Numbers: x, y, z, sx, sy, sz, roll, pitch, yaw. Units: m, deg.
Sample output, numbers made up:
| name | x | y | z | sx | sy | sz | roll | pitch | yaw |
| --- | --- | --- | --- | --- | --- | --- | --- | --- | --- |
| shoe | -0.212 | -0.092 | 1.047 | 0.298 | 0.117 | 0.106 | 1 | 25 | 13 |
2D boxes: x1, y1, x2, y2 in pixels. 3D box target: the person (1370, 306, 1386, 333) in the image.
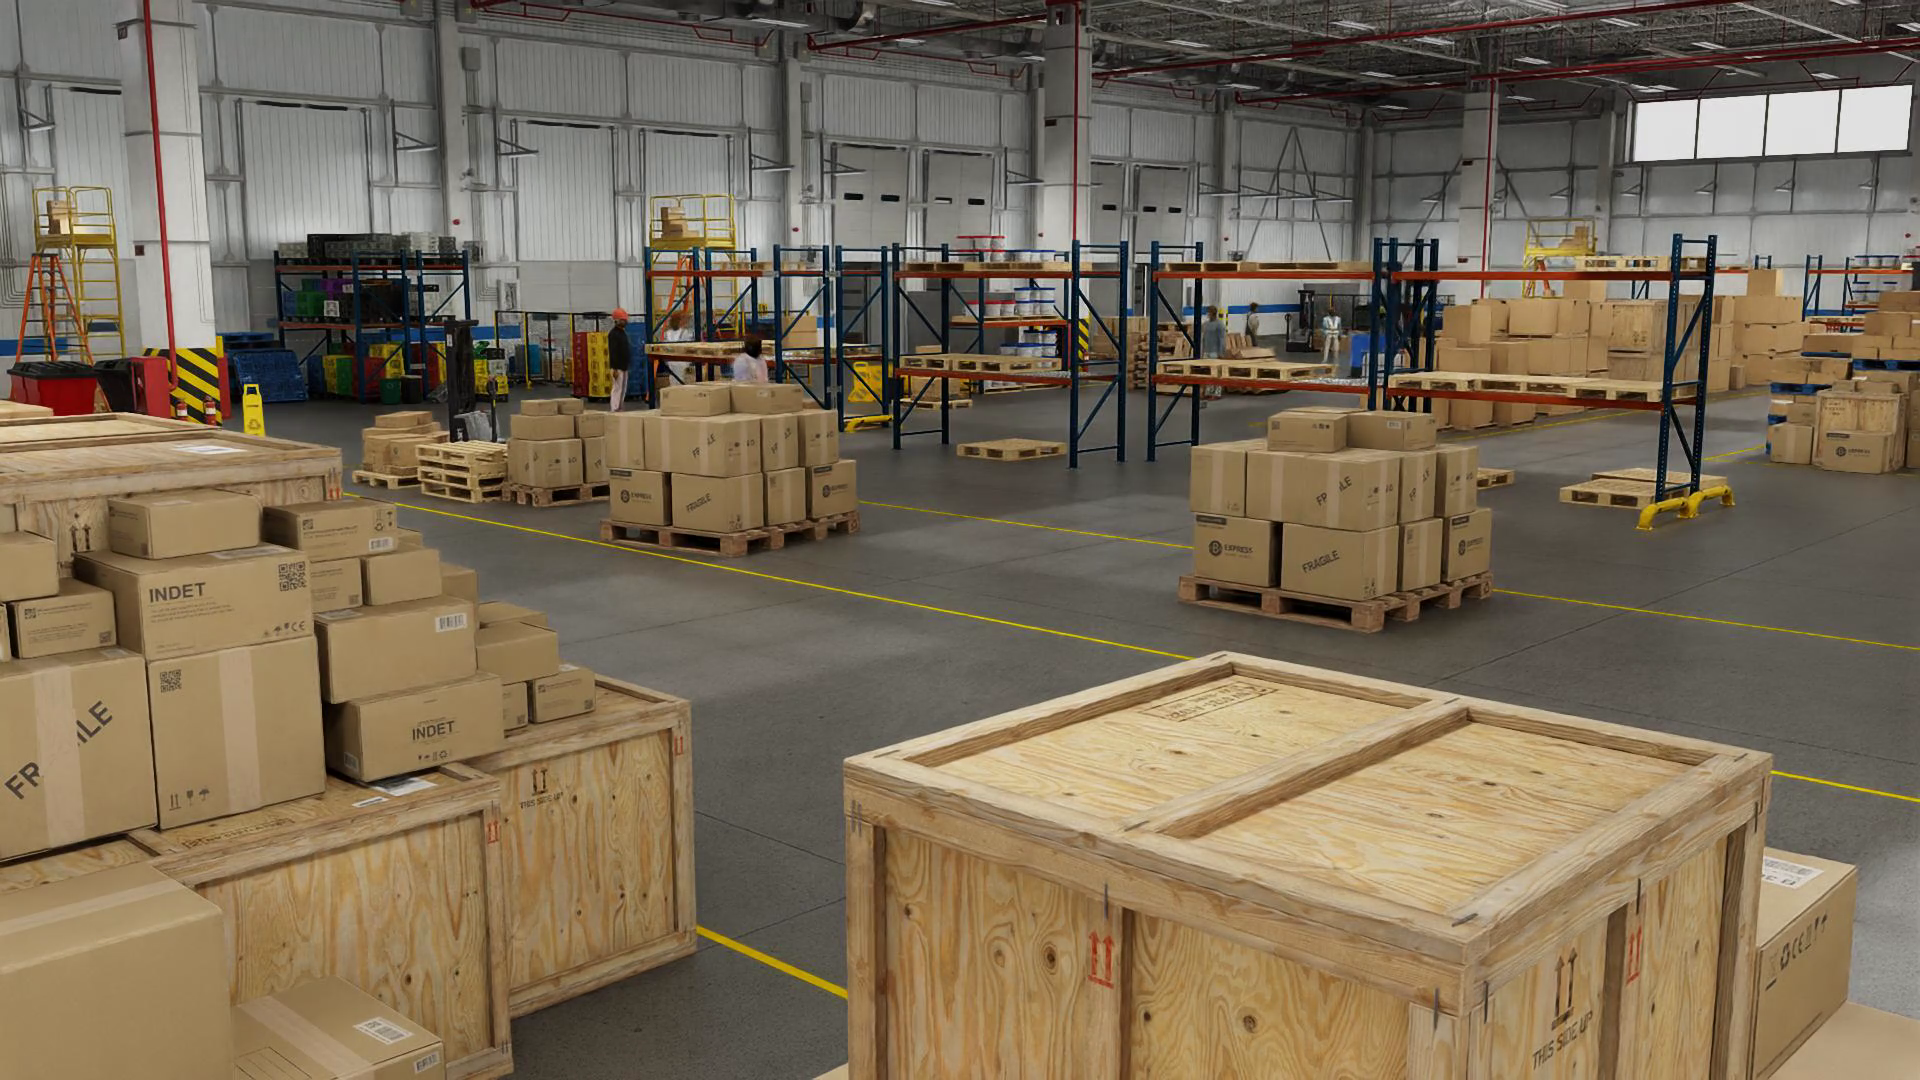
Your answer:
| name | x | y | z | sx | sy | sz | roll | pitch | yaw |
| --- | --- | --- | --- | --- | --- | --- | --- | --- | --- |
| person | 10.204 | -4.810 | 40.515 | 0.488 | 1.743 | 0.314 | -5 | 10 | -27 |

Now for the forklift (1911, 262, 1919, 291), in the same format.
| name | x | y | z | sx | sy | sz | roll | pitch | yaw |
| --- | --- | --- | --- | --- | --- | --- | --- | --- | --- |
| forklift | 22.867 | -5.201 | 39.432 | 1.129 | 2.768 | 1.873 | -5 | 11 | -29 |

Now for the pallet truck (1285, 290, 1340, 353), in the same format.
| name | x | y | z | sx | sy | sz | roll | pitch | yaw |
| --- | --- | --- | --- | --- | --- | --- | --- | --- | --- |
| pallet truck | 11.297 | -6.951 | 52.861 | 1.885 | 1.965 | 0.823 | -5 | 11 | -29 |

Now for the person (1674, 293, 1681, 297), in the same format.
| name | x | y | z | sx | sy | sz | roll | pitch | yaw |
| --- | --- | --- | --- | --- | --- | --- | --- | --- | --- |
| person | 21.080 | -6.283 | 48.951 | 0.544 | 1.939 | 0.354 | -4 | 10 | -25 |

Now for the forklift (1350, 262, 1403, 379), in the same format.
| name | x | y | z | sx | sy | sz | roll | pitch | yaw |
| --- | --- | --- | --- | --- | --- | --- | --- | --- | --- |
| forklift | 10.394 | -5.278 | 39.903 | 1.873 | 2.768 | 1.129 | 3 | 10 | 15 |

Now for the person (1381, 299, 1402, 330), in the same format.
| name | x | y | z | sx | sy | sz | roll | pitch | yaw |
| --- | --- | --- | --- | --- | --- | --- | --- | --- | --- |
| person | 10.719 | -5.070 | 41.615 | 0.587 | 1.903 | 0.653 | -6 | 11 | -34 |

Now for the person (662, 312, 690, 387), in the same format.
| name | x | y | z | sx | sy | sz | roll | pitch | yaw |
| --- | --- | --- | --- | --- | --- | --- | --- | --- | --- |
| person | -5.152 | -3.209 | 30.315 | 0.590 | 1.874 | 0.454 | 7 | 12 | 37 |

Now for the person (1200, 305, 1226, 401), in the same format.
| name | x | y | z | sx | sy | sz | roll | pitch | yaw |
| --- | --- | --- | --- | --- | --- | --- | --- | --- | --- |
| person | 5.095 | -3.765 | 33.516 | 0.366 | 1.936 | 0.630 | -5 | 10 | -26 |

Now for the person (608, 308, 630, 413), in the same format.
| name | x | y | z | sx | sy | sz | roll | pitch | yaw |
| --- | --- | --- | --- | --- | --- | --- | --- | --- | --- |
| person | -5.741 | -2.918 | 28.142 | 0.391 | 1.992 | 0.623 | 1 | 9 | 7 |

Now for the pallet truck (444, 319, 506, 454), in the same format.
| name | x | y | z | sx | sy | sz | roll | pitch | yaw |
| --- | --- | --- | --- | --- | --- | --- | --- | --- | --- |
| pallet truck | -6.981 | -1.942 | 22.150 | 1.885 | 1.965 | 0.823 | 1 | 9 | 9 |

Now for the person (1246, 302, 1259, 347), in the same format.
| name | x | y | z | sx | sy | sz | roll | pitch | yaw |
| --- | --- | --- | --- | --- | --- | --- | --- | --- | --- |
| person | 7.509 | -5.209 | 42.796 | 0.363 | 1.807 | 0.682 | 0 | 9 | 1 |

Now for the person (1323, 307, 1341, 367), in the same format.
| name | x | y | z | sx | sy | sz | roll | pitch | yaw |
| --- | --- | --- | --- | --- | --- | --- | --- | --- | --- |
| person | 10.051 | -5.481 | 44.986 | 0.519 | 1.622 | 0.334 | 0 | 9 | -2 |

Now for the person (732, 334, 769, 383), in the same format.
| name | x | y | z | sx | sy | sz | roll | pitch | yaw |
| --- | --- | --- | --- | --- | --- | --- | --- | --- | --- |
| person | -2.719 | -1.766 | 21.591 | 0.649 | 1.821 | 0.643 | 5 | 11 | 29 |
